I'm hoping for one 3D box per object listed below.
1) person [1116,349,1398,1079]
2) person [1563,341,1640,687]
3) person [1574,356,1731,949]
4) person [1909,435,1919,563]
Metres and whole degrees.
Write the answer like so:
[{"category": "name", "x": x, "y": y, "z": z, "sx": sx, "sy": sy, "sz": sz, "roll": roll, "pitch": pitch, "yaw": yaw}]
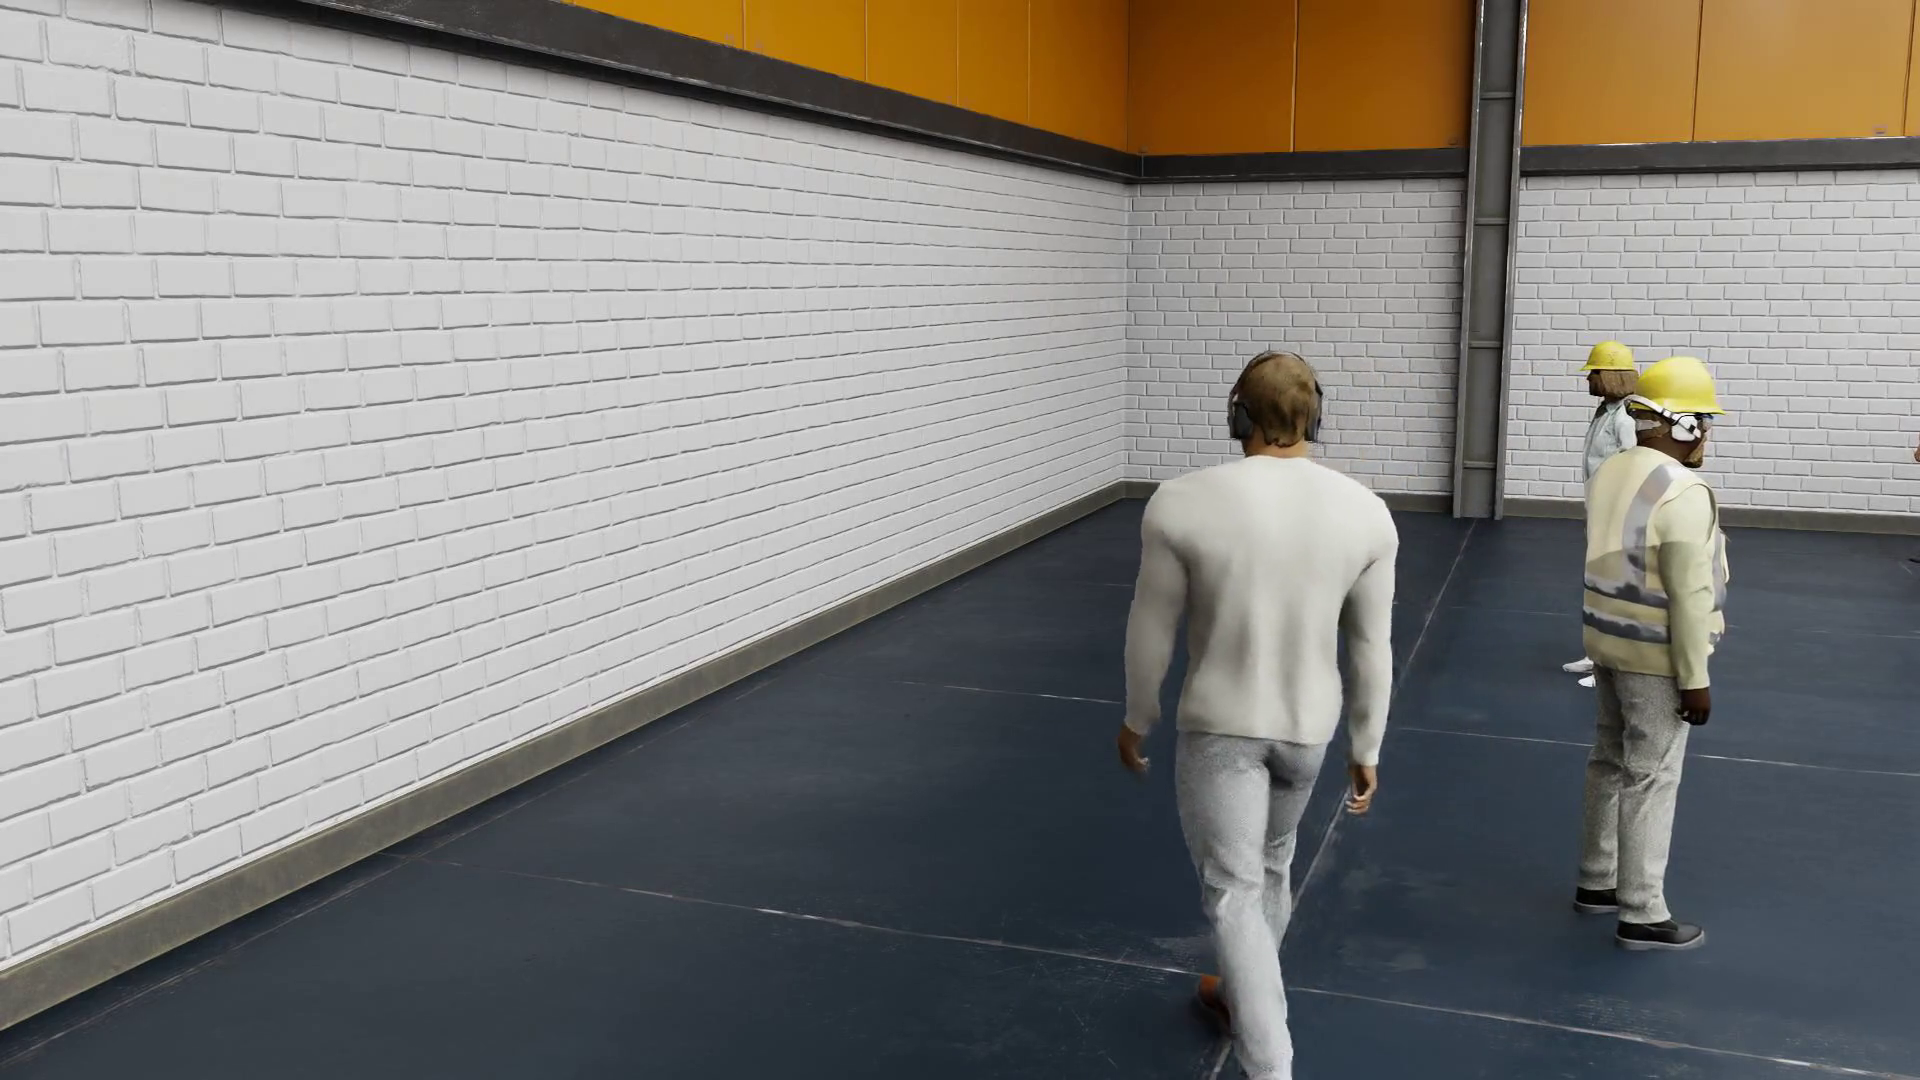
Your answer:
[{"category": "person", "x": 0.758, "y": 0.482, "z": 4.119, "sx": 0.644, "sy": 1.904, "sz": 1.001, "roll": -1, "pitch": 9, "yaw": -8}, {"category": "person", "x": 3.259, "y": -0.130, "z": 8.402, "sx": 0.324, "sy": 1.743, "sz": 0.490, "roll": 1, "pitch": 9, "yaw": 8}, {"category": "person", "x": 2.152, "y": 0.346, "z": 5.184, "sx": 0.403, "sy": 1.825, "sz": 0.596, "roll": -1, "pitch": 9, "yaw": -3}, {"category": "person", "x": 7.083, "y": -0.689, "z": 11.873, "sx": 0.523, "sy": 1.760, "sz": 0.325, "roll": -1, "pitch": 9, "yaw": -6}]
